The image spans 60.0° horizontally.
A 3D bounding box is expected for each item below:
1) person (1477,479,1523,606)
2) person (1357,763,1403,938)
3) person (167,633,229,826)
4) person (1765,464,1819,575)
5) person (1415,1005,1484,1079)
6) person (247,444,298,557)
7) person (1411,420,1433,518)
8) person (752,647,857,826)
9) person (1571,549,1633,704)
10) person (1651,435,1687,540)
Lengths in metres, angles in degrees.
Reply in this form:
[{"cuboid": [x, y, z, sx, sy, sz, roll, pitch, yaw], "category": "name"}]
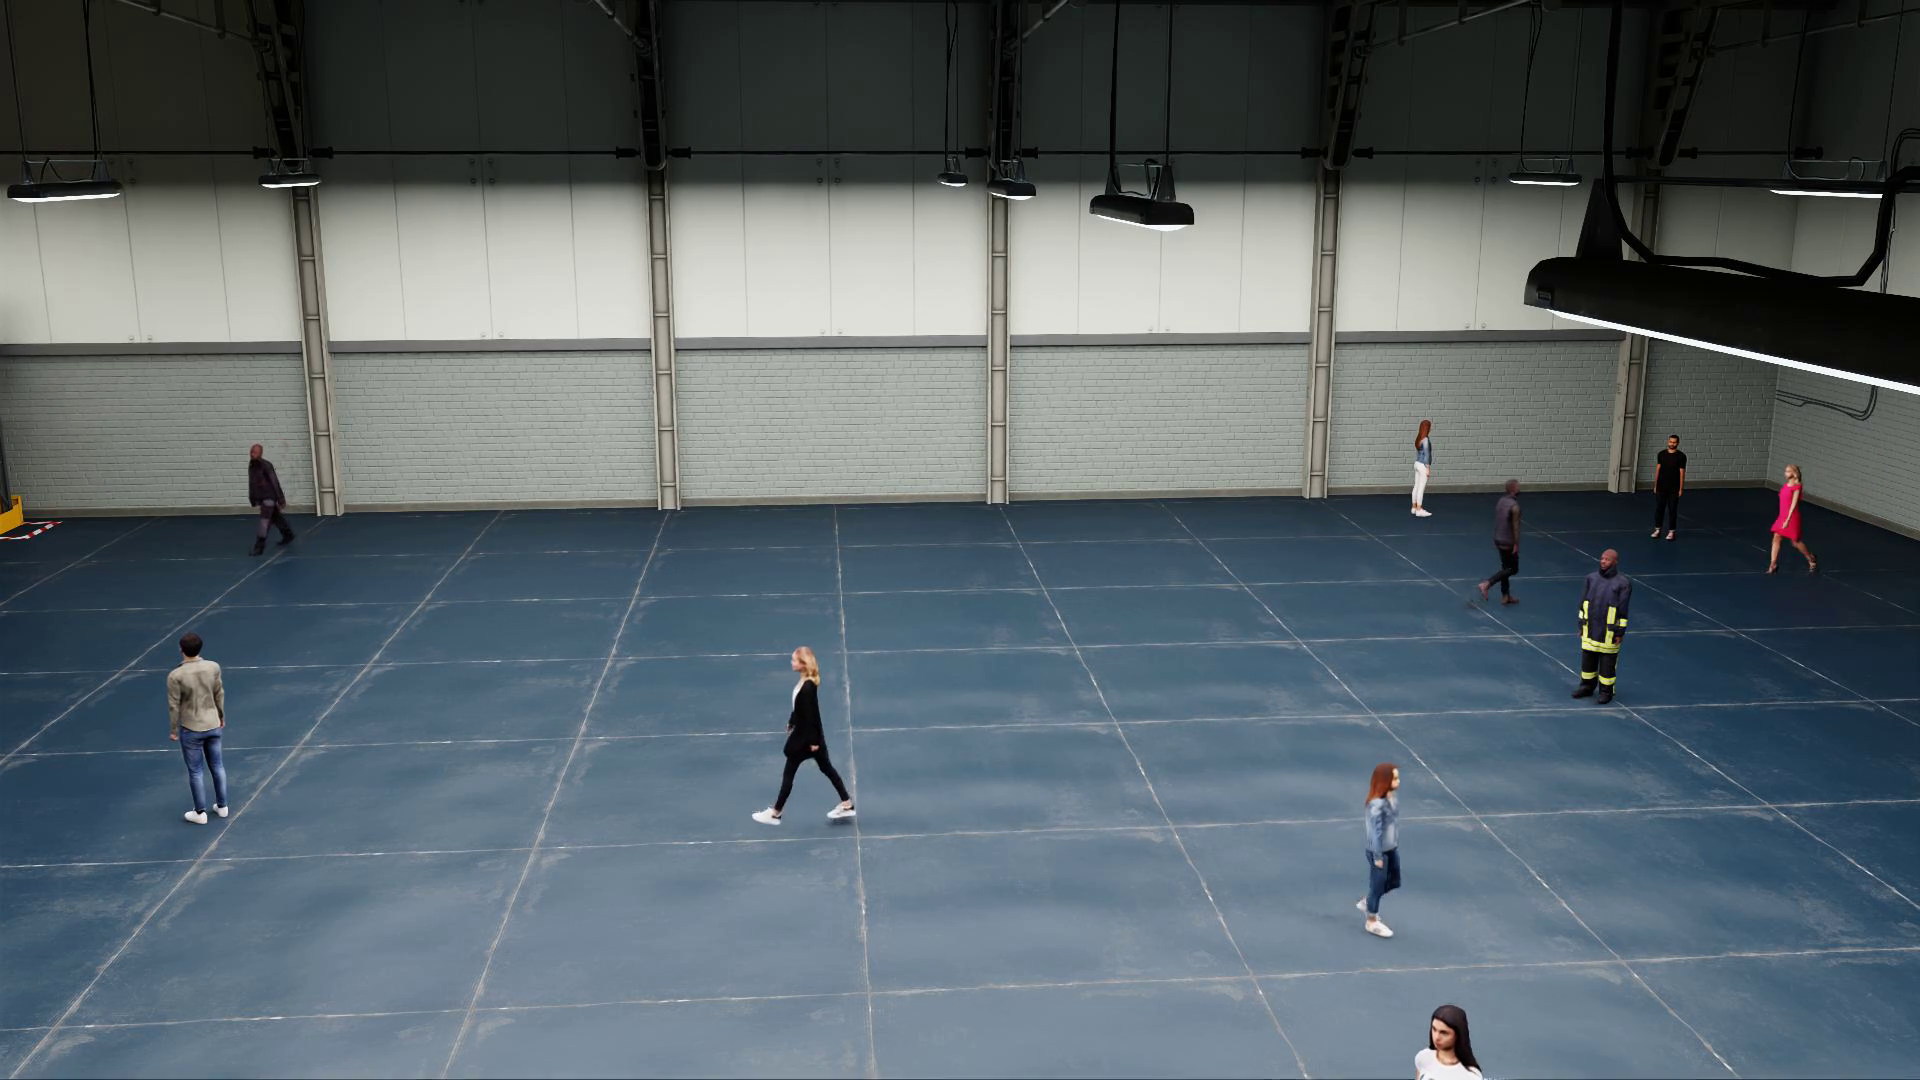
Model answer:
[{"cuboid": [7.667, 0.047, 23.508, 0.947, 1.822, 0.754, -2, 13, -10], "category": "person"}, {"cuboid": [3.383, 2.520, 13.614, 0.740, 1.468, 0.682, 10, 16, 37], "category": "person"}, {"cuboid": [-7.260, 1.789, 15.893, 0.838, 1.866, 0.781, 11, 17, 38], "category": "person"}, {"cuboid": [12.682, -0.288, 25.238, 1.024, 1.695, 0.622, -2, 13, -9], "category": "person"}, {"cuboid": [2.745, 3.399, 9.237, 1.196, 1.732, 1.070, -12, 18, -42], "category": "person"}, {"cuboid": [-11.074, -0.677, 26.745, 1.336, 1.774, 1.287, 8, 15, 32], "category": "person"}, {"cuboid": [8.197, -1.286, 29.533, 0.503, 1.702, 0.610, -1, 13, -4], "category": "person"}, {"cuboid": [-1.337, 1.885, 15.747, 1.198, 1.743, 0.652, -1, 13, -2], "category": "person"}, {"cuboid": [7.524, 0.982, 19.473, 0.896, 1.822, 0.864, -12, 17, -41], "category": "person"}, {"cuboid": [11.815, -0.893, 27.724, 0.698, 1.753, 0.750, 12, 17, 41], "category": "person"}]
